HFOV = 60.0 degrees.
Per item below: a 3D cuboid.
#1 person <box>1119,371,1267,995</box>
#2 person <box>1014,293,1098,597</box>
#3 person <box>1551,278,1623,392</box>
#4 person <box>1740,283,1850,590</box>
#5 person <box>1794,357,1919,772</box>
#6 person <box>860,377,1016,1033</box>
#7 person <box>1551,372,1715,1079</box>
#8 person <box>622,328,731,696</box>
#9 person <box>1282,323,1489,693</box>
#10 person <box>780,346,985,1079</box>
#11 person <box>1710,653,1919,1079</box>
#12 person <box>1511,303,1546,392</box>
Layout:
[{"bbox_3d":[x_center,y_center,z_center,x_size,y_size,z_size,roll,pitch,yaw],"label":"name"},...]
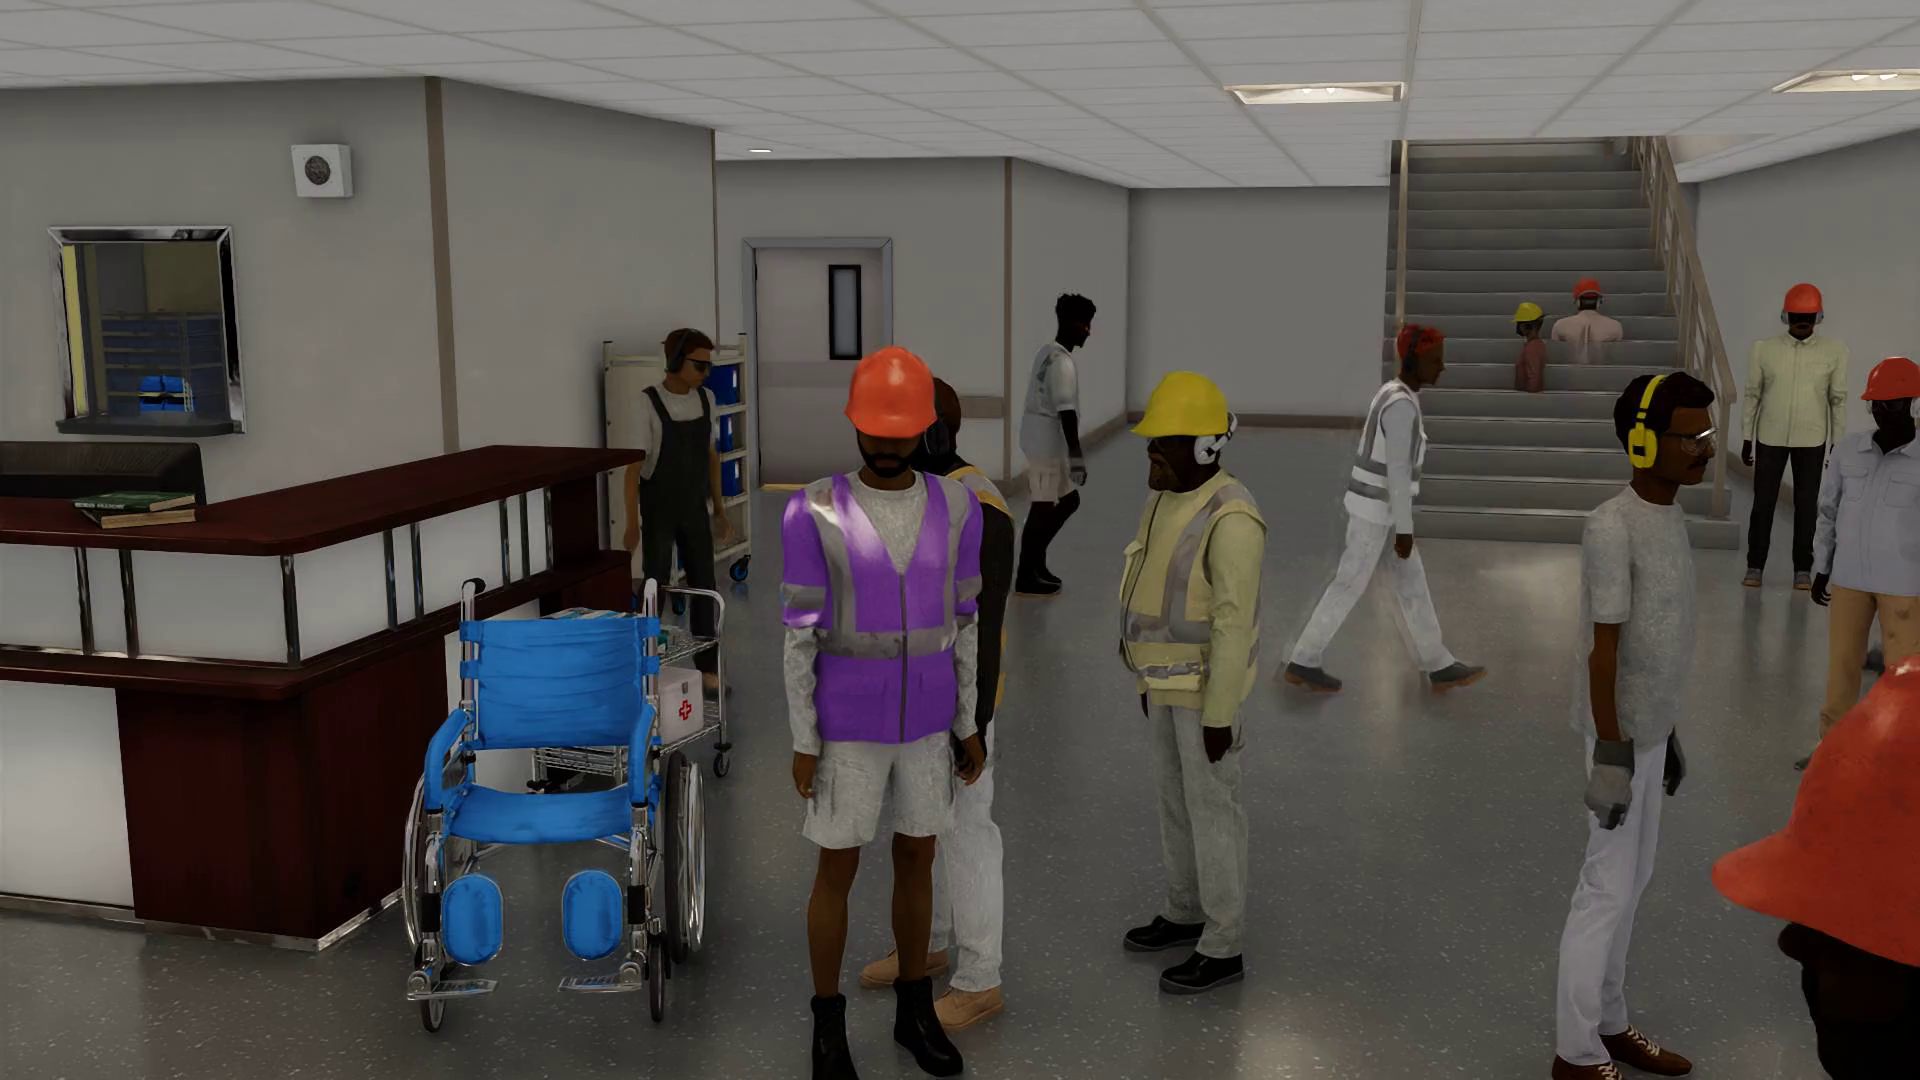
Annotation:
[{"bbox_3d":[0.673,0.414,4.925,0.404,1.826,0.592,-3,10,-15],"label":"person"},{"bbox_3d":[0.586,-0.583,10.481,0.552,1.926,0.655,0,10,-2],"label":"person"},{"bbox_3d":[5.543,-1.337,14.785,0.664,1.970,0.479,3,10,18],"label":"person"},{"bbox_3d":[5.386,-0.659,10.767,0.617,1.986,0.410,4,11,24],"label":"person"},{"bbox_3d":[3.739,0.134,6.762,0.327,1.753,0.562,-7,12,-36],"label":"person"},{"bbox_3d":[-0.088,0.451,4.693,0.431,1.833,0.624,-5,11,-29],"label":"person"},{"bbox_3d":[1.725,0.509,4.215,0.324,1.871,0.526,7,12,36],"label":"person"},{"bbox_3d":[-1.371,-0.111,8.034,0.417,1.824,0.583,9,13,42],"label":"person"},{"bbox_3d":[2.082,-0.132,8.107,1.010,1.821,0.617,3,10,17],"label":"person"},{"bbox_3d":[-0.180,0.467,4.290,0.547,1.928,0.385,-4,10,-22],"label":"person"},{"bbox_3d":[0.771,1.020,1.155,0.548,1.902,0.960,-9,13,-43],"label":"person"},{"bbox_3d":[4.886,-1.158,14.349,0.329,1.765,0.533,4,10,22],"label":"person"}]
